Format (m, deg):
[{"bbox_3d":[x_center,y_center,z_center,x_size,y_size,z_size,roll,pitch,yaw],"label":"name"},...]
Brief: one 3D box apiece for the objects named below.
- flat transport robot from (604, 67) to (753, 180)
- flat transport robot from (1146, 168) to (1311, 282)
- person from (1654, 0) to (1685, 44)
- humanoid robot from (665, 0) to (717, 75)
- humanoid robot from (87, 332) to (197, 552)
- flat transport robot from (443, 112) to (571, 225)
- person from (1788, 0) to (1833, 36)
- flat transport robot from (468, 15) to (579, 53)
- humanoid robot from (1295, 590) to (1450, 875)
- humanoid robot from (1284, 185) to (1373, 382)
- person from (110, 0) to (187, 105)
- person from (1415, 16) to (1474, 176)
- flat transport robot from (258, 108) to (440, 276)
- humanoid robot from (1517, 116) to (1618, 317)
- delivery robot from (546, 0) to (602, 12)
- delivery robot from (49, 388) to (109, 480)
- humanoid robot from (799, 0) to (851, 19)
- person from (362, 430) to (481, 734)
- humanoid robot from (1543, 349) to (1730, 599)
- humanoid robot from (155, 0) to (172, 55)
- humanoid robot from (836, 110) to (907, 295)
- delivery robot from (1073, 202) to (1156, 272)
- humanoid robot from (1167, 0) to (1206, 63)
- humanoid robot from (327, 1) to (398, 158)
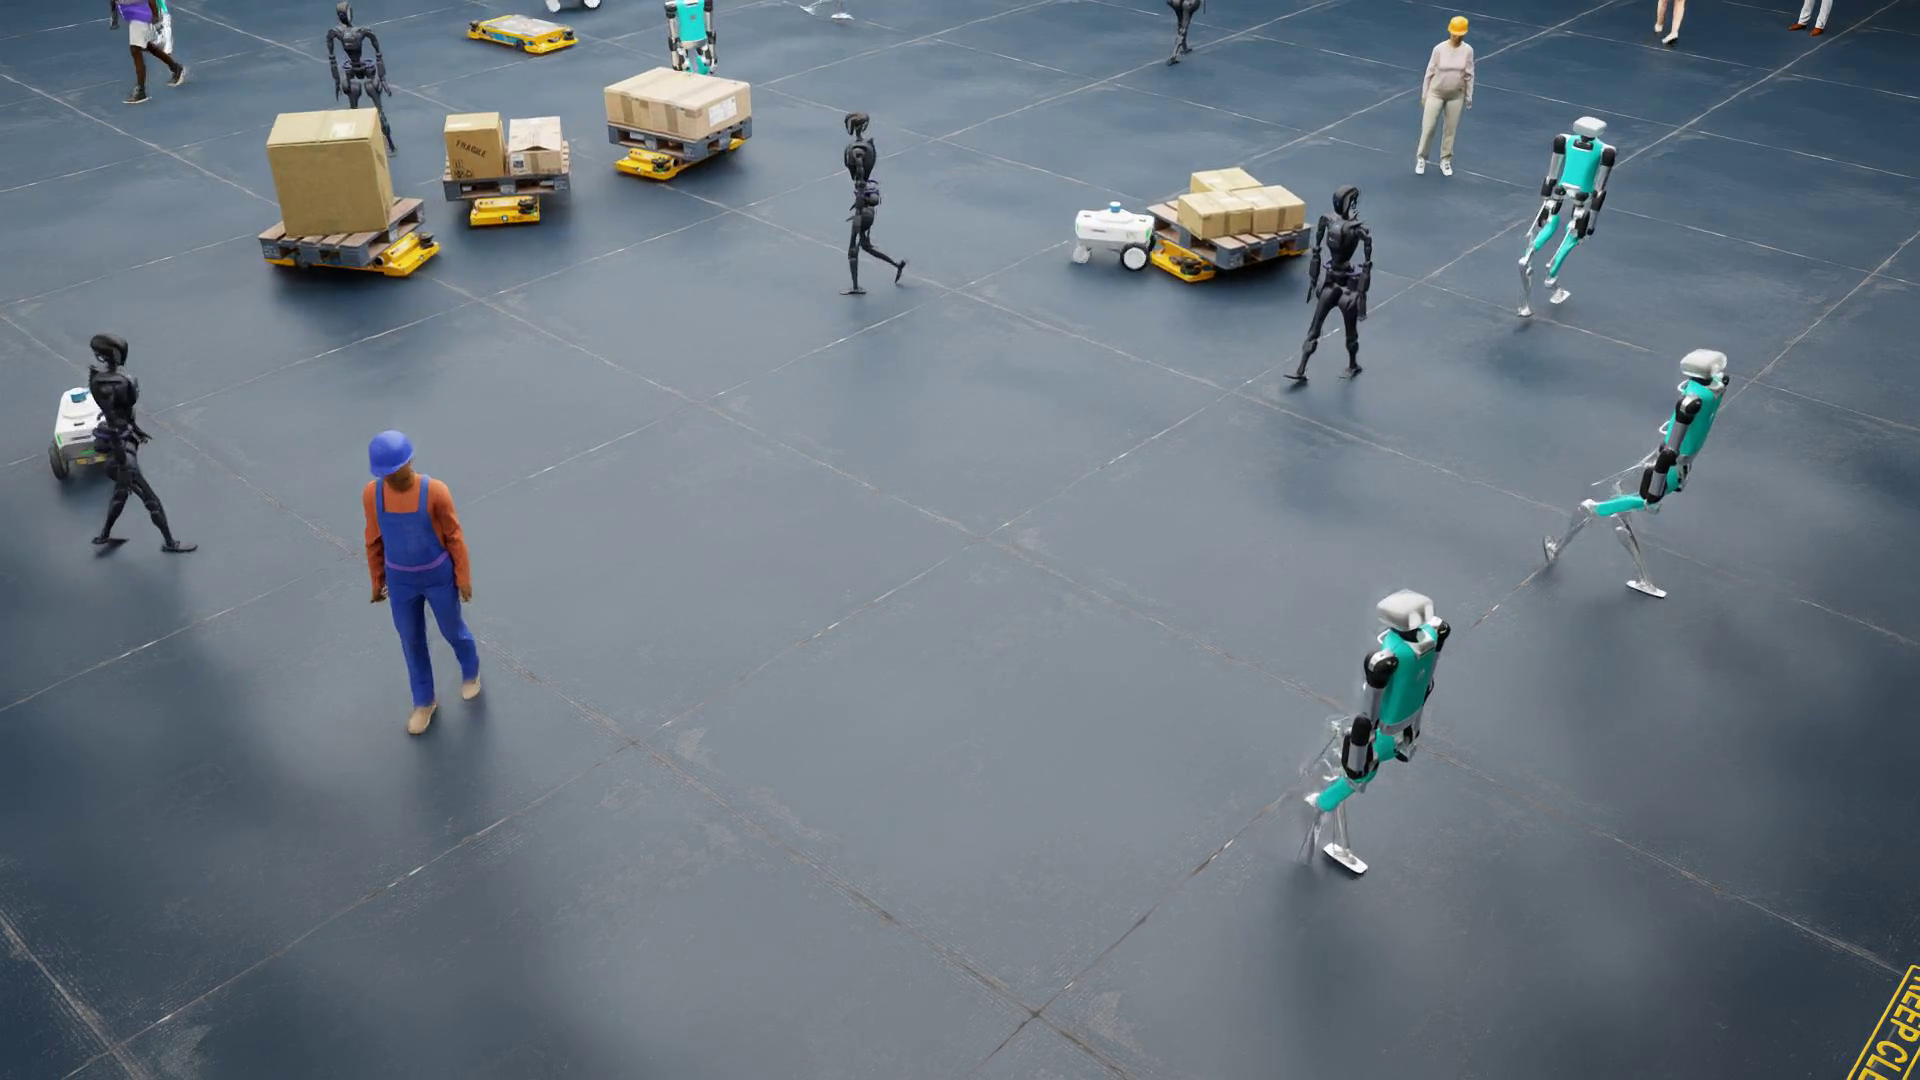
[{"bbox_3d":[-3.017,-4.231,17.967,0.659,0.231,1.431,17,36,26],"label":"flat transport robot"},{"bbox_3d":[2.497,-2.731,15.551,1.431,0.231,0.659,-19,36,-27],"label":"flat transport robot"},{"bbox_3d":[9.398,-7.443,21.680,0.521,1.817,1.006,8,33,13],"label":"person"},{"bbox_3d":[-2.983,-5.301,18.273,0.554,1.761,0.762,-14,35,-22],"label":"humanoid robot"},{"bbox_3d":[-5.511,-0.629,10.882,0.702,1.629,0.619,-4,32,-6],"label":"humanoid robot"},{"bbox_3d":[-4.549,-3.542,16.858,0.659,0.231,1.431,-6,32,-10],"label":"flat transport robot"},{"bbox_3d":[11.429,-7.607,21.924,0.369,1.833,0.503,-17,36,-25],"label":"person"},{"bbox_3d":[-5.761,-6.665,21.887,1.431,0.231,0.659,21,38,30],"label":"flat transport robot"},{"bbox_3d":[1.939,0.997,8.261,0.537,1.900,0.708,-24,39,-34],"label":"humanoid robot"},{"bbox_3d":[2.961,-1.976,13.034,0.750,1.628,0.600,-25,40,-34],"label":"humanoid robot"},{"bbox_3d":[-9.644,-6.191,19.557,0.596,1.929,0.977,17,36,25],"label":"person"},{"bbox_3d":[5.041,-4.585,17.200,0.507,1.679,0.383,2,32,3],"label":"person"},{"bbox_3d":[-5.688,-2.715,15.525,1.431,0.231,0.659,7,33,11],"label":"flat transport robot"},{"bbox_3d":[5.049,-2.639,14.053,0.552,1.757,1.043,23,39,32],"label":"humanoid robot"},{"bbox_3d":[-5.426,-7.727,23.341,0.805,0.612,0.499,-11,33,-17],"label":"delivery robot"},{"bbox_3d":[-6.406,-0.840,12.206,0.499,0.563,0.738,-11,33,-17],"label":"delivery robot"},{"bbox_3d":[-1.751,-7.789,22.288,0.995,1.725,0.537,11,33,17],"label":"humanoid robot"},{"bbox_3d":[-3.025,0.182,9.346,0.569,1.916,0.565,-1,32,-2],"label":"person"},{"bbox_3d":[4.211,-0.477,10.543,0.958,1.776,0.555,26,40,35],"label":"humanoid robot"},{"bbox_3d":[-10.389,-7.168,21.304,0.542,1.791,0.806,-4,32,-6],"label":"humanoid robot"},{"bbox_3d":[-0.794,-2.950,14.588,0.613,1.639,0.610,-1,32,-2],"label":"humanoid robot"},{"bbox_3d":[1.455,-2.837,15.453,0.779,0.597,0.499,7,33,11],"label":"delivery robot"},{"bbox_3d":[2.828,-6.874,20.934,0.591,1.628,0.781,23,38,32],"label":"humanoid robot"},{"bbox_3d":[-6.389,-4.942,17.777,0.598,1.638,0.406,-1,32,-2],"label":"humanoid robot"}]
